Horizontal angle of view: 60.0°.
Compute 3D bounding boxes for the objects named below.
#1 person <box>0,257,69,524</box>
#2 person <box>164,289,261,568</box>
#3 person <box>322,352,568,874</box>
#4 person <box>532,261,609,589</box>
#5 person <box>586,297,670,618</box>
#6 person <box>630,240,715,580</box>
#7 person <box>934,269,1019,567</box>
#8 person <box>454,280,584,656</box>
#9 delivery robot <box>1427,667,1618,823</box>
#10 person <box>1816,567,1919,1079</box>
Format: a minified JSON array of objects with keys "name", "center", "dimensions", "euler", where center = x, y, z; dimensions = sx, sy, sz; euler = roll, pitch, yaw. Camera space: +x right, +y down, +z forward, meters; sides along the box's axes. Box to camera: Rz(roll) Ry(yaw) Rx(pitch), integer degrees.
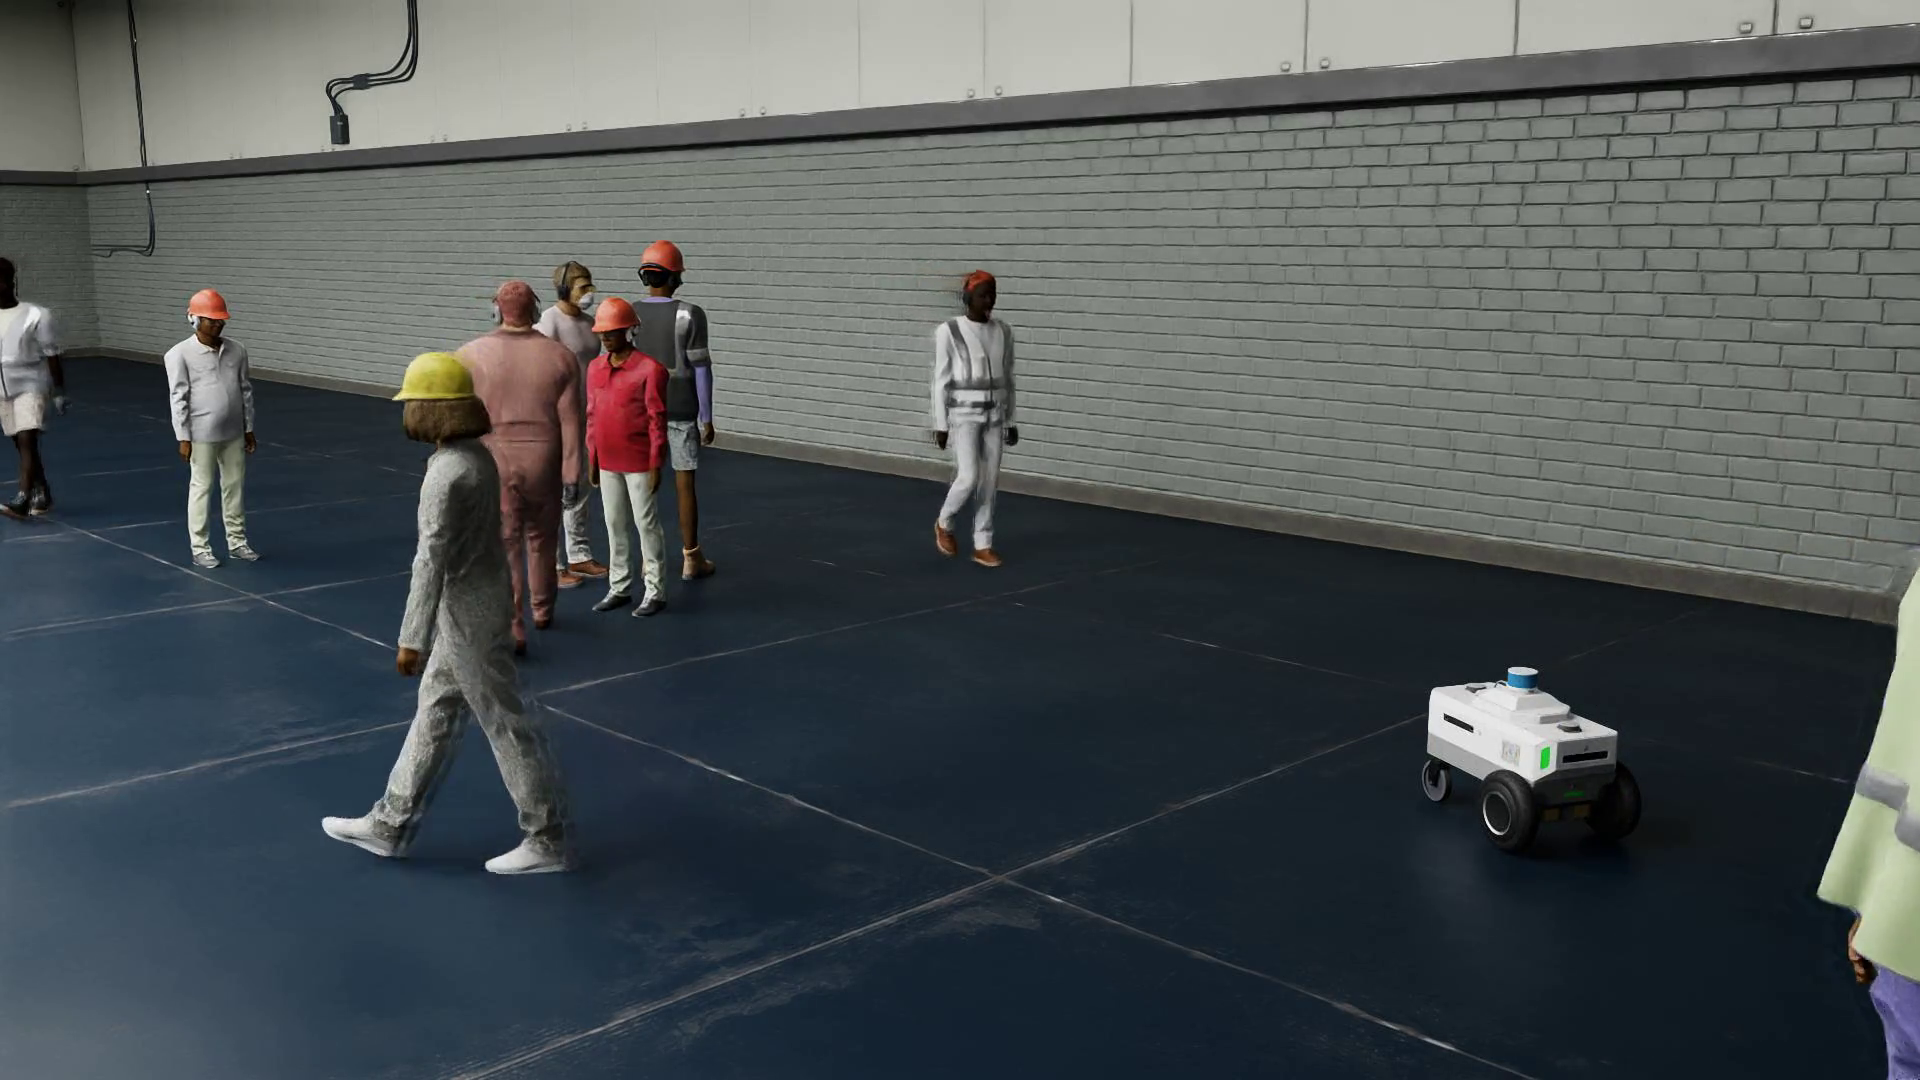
[{"name":"person","center":[-6.885,-1.078,12.055],"dimensions":[0.612,1.911,0.984],"euler":[0,10,0]},{"name":"person","center":[-4.679,-0.699,10.478],"dimensions":[0.348,1.744,0.557],"euler":[6,12,28]},{"name":"person","center":[-1.689,0.258,5.332],"dimensions":[0.866,1.697,0.512],"euler":[-1,10,-4]},{"name":"person","center":[-2.308,-0.682,9.886],"dimensions":[0.386,1.930,0.627],"euler":[4,11,21]},{"name":"person","center":[-1.836,-0.449,9.095],"dimensions":[0.565,1.745,0.348],"euler":[6,12,31]},{"name":"person","center":[-1.772,-0.773,10.050],"dimensions":[0.605,2.045,0.378],"euler":[2,11,10]},{"name":"person","center":[0.097,-0.766,10.503],"dimensions":[0.577,1.871,0.454],"euler":[-7,12,-33]},{"name":"person","center":[-2.228,-0.371,8.391],"dimensions":[0.652,1.860,1.016],"euler":[-3,11,-15]},{"name":"delivery robot","center":[1.971,0.692,5.869],"dimensions":[0.477,0.478,0.707],"euler":[-4,11,-18]},{"name":"person","center":[1.536,0.662,2.677],"dimensions":[0.551,1.880,0.654],"euler":[2,11,10]}]
